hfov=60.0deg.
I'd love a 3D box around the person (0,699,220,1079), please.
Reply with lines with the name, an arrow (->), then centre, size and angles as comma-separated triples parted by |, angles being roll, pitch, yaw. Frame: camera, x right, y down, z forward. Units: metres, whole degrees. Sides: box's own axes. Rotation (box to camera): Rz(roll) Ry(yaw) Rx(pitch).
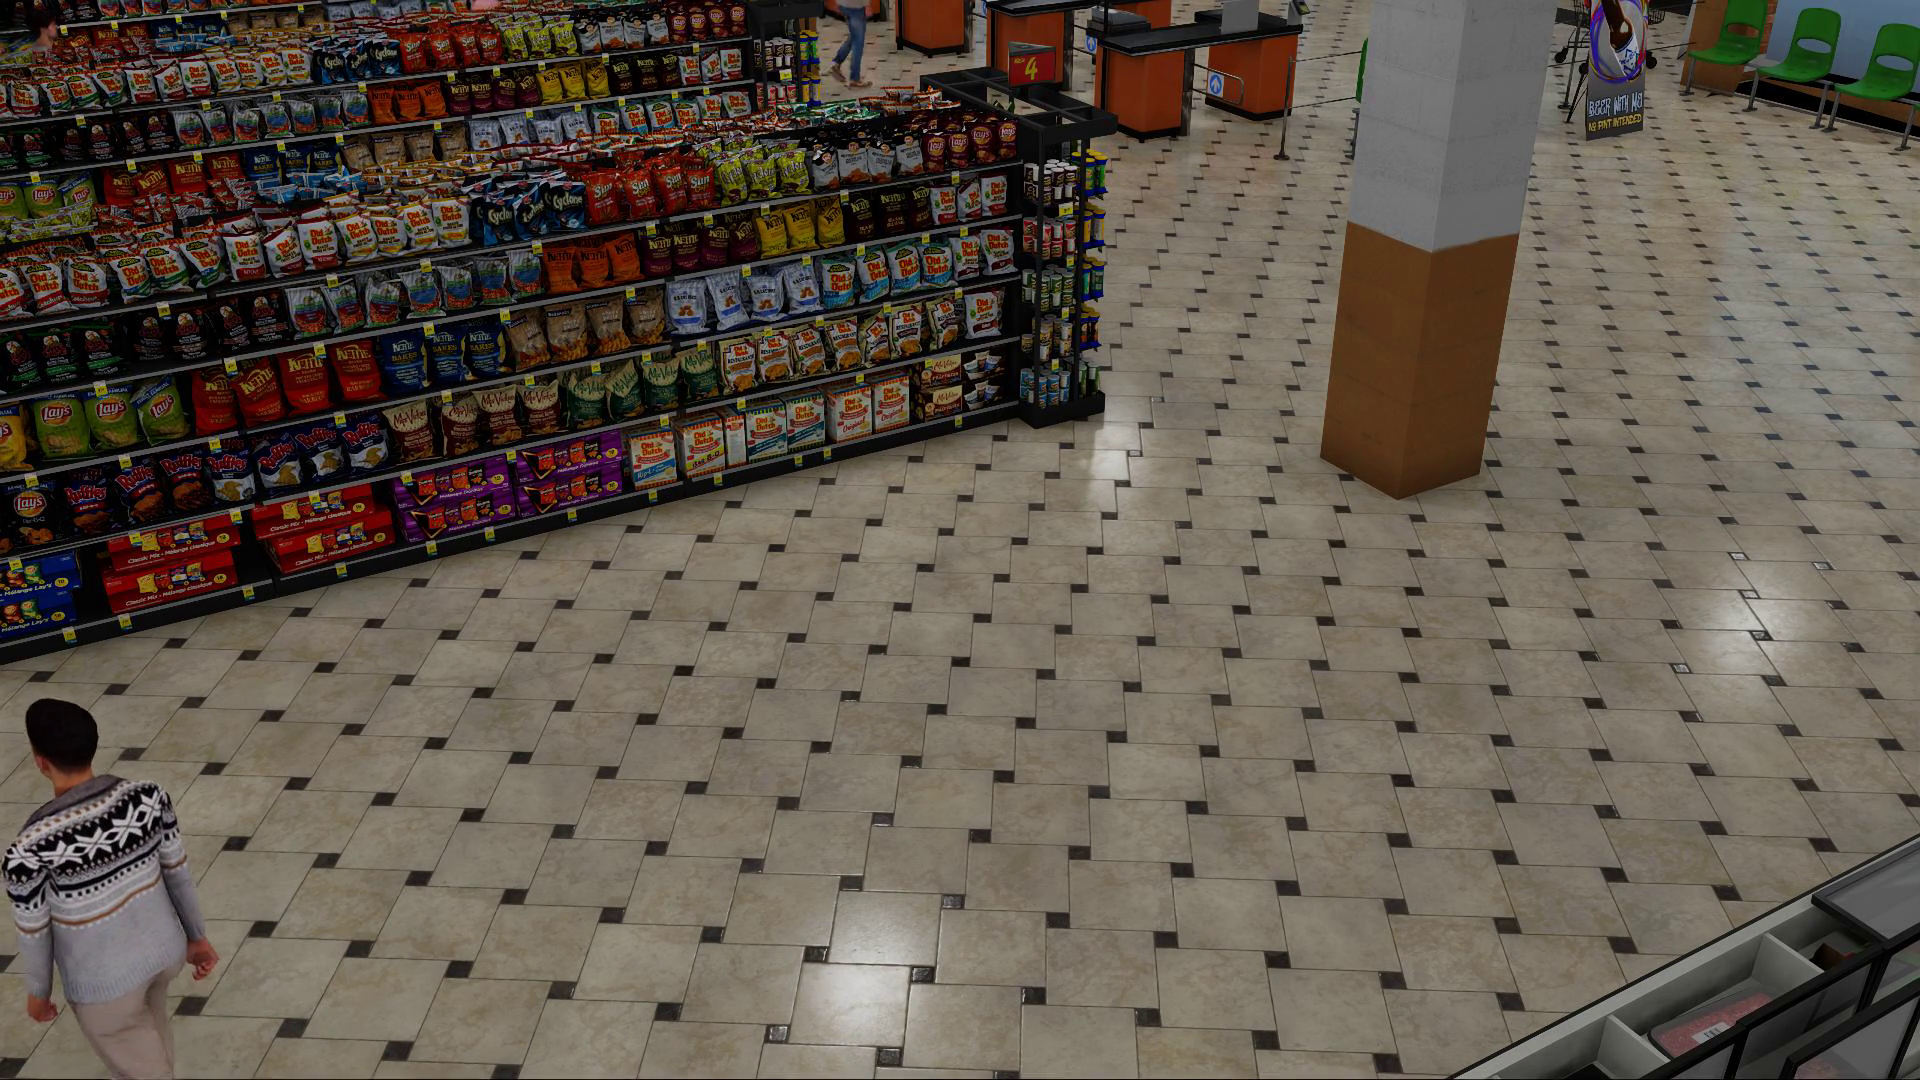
person -> -2.556, 1.354, 5.194 | 1.171, 1.849, 1.229 | 13, 31, 22

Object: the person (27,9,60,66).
person -> -7.803, -3.601, 14.287 | 0.690, 1.832, 0.729 | -22, 35, -34

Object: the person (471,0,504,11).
person -> -4.589, -4.643, 16.243 | 0.705, 1.786, 0.731 | 22, 36, 35

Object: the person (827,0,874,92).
person -> -1.263, -5.957, 18.541 | 0.732, 1.890, 0.661 | -15, 32, -26
